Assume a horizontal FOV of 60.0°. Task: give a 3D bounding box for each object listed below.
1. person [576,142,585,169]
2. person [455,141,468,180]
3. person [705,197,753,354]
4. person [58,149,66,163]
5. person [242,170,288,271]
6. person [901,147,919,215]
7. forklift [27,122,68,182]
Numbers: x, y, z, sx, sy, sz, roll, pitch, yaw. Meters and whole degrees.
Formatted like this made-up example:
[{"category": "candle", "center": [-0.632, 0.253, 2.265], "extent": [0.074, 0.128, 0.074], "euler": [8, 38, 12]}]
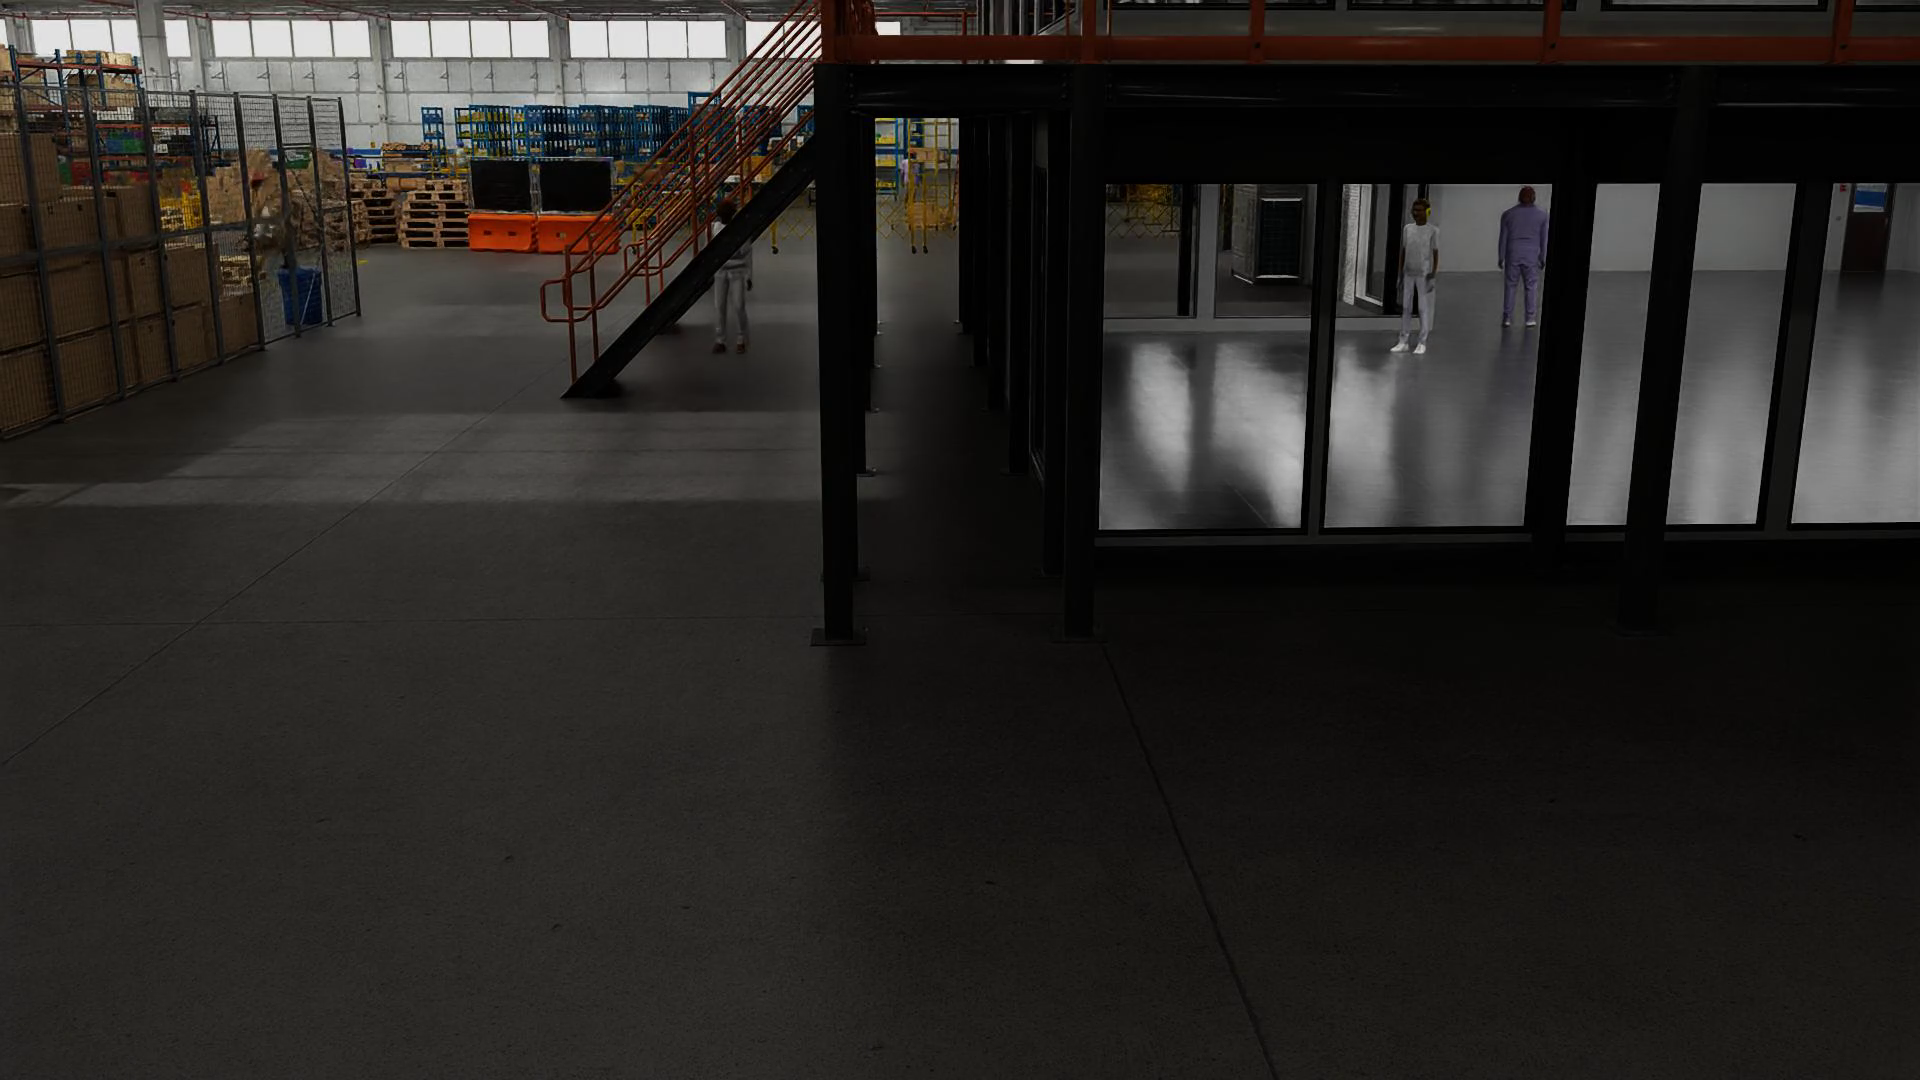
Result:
[{"category": "person", "center": [-19.144, -19.157, 84.024], "extent": [0.403, 1.834, 0.586], "euler": [-11, 18, -38]}, {"category": "person", "center": [-23.647, -17.987, 79.166], "extent": [0.643, 1.918, 0.757], "euler": [3, 14, 12]}, {"category": "person", "center": [-2.799, -3.196, 20.126], "extent": [0.585, 1.882, 0.337], "euler": [2, 14, 7]}, {"category": "person", "center": [-39.903, -16.496, 73.719], "extent": [0.533, 1.678, 0.647], "euler": [-2, 14, -7]}, {"category": "person", "center": [-13.258, -6.083, 31.677], "extent": [1.005, 1.897, 0.564], "euler": [-5, 15, -21]}, {"category": "person", "center": [-1.500, -10.913, 50.644], "extent": [0.605, 2.045, 0.379], "euler": [7, 16, 26]}, {"category": "forklift", "center": [-35.376, -14.773, 64.377], "extent": [1.129, 2.768, 1.873], "euler": [-1, 14, -2]}]
